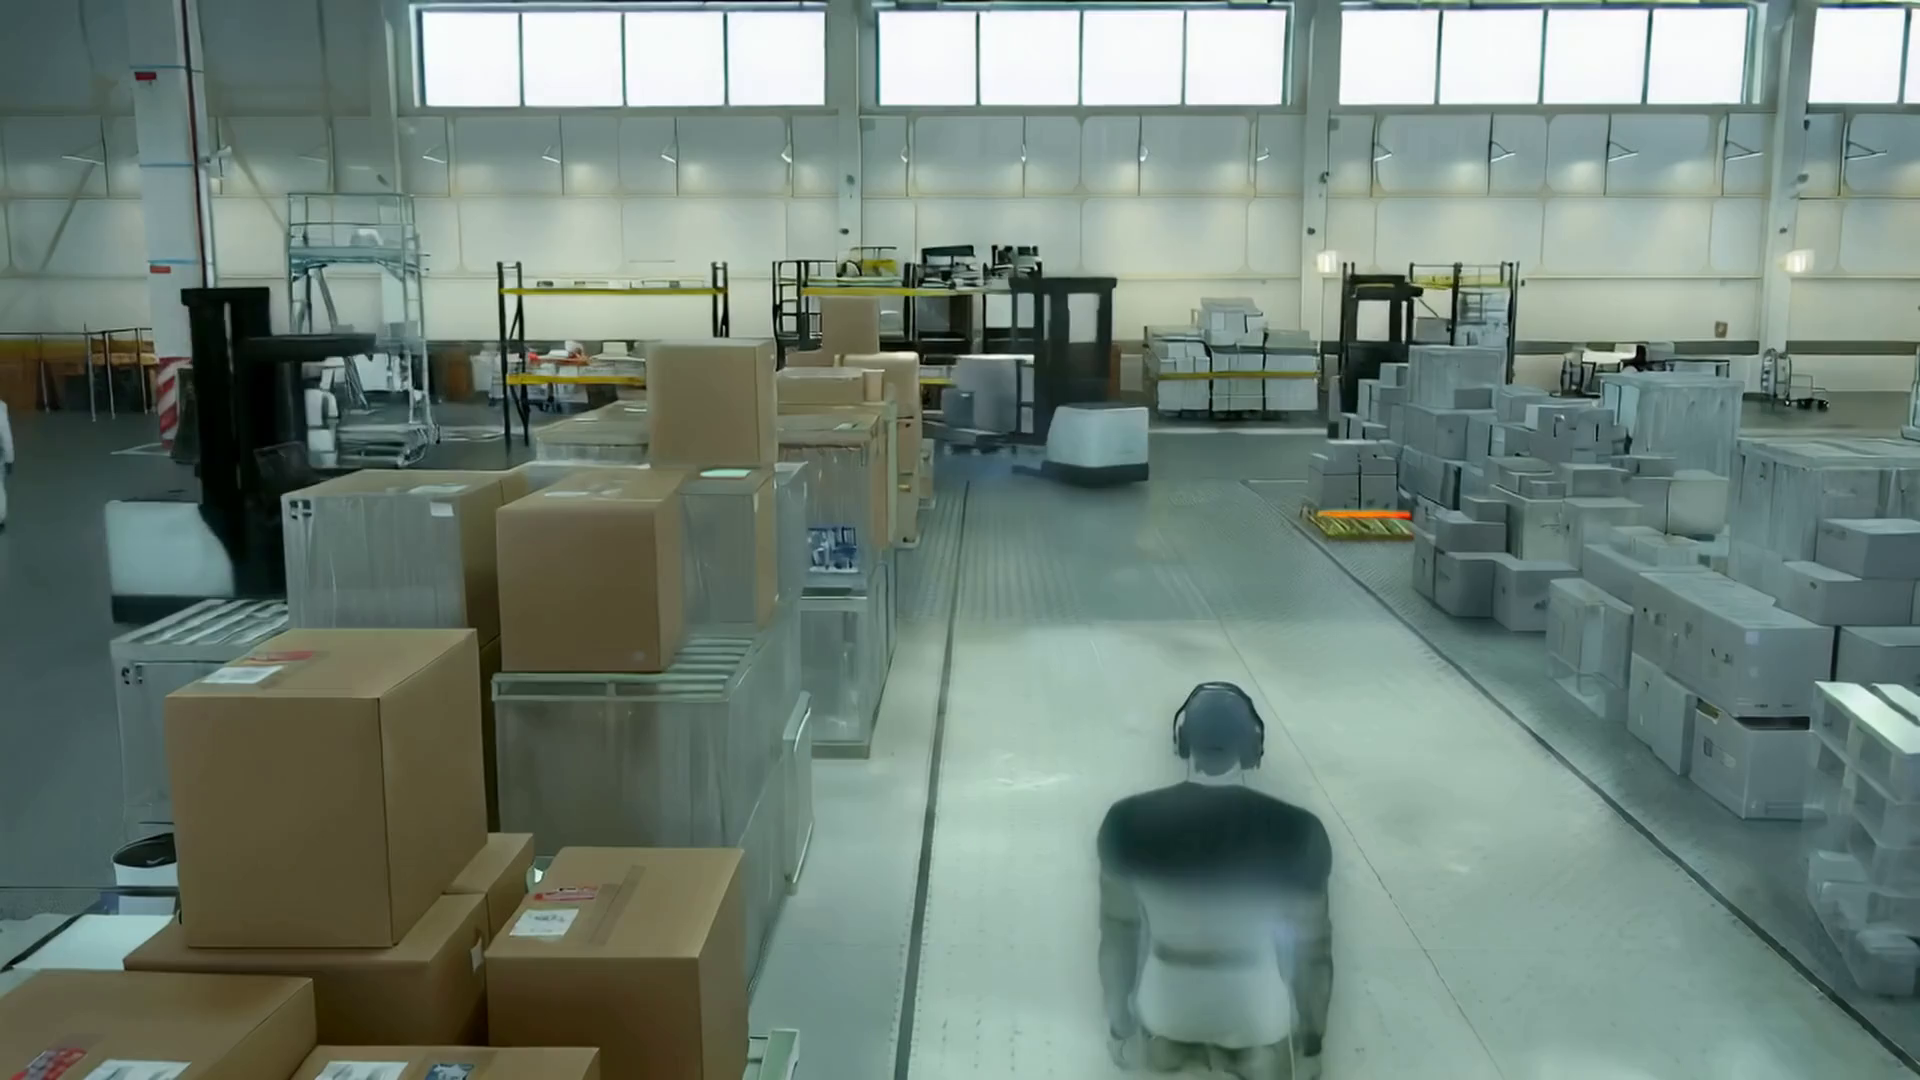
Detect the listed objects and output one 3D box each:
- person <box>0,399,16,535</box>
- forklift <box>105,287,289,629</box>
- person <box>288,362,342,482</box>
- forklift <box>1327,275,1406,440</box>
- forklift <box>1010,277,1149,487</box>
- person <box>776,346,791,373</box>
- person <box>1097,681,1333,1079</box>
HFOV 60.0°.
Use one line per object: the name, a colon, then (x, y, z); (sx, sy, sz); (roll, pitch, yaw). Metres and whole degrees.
person: (-10.583, -0.899, 18.016); (0.616, 1.876, 0.527); (-5, 11, -28)
forklift: (-6.048, -0.715, 13.921); (1.873, 2.768, 1.129); (0, 9, 1)
person: (-7.238, -1.046, 18.718); (0.544, 1.939, 0.372); (0, 9, -3)
forklift: (6.849, -3.006, 27.640); (1.129, 2.768, 1.873); (0, 9, 1)
forklift: (1.675, -2.218, 22.919); (1.129, 2.768, 1.873); (-6, 11, -31)
person: (-2.397, -1.755, 23.171); (1.036, 1.883, 0.649); (-5, 11, -30)
person: (0.682, 1.328, 4.496); (0.627, 1.940, 0.370); (3, 10, 15)
